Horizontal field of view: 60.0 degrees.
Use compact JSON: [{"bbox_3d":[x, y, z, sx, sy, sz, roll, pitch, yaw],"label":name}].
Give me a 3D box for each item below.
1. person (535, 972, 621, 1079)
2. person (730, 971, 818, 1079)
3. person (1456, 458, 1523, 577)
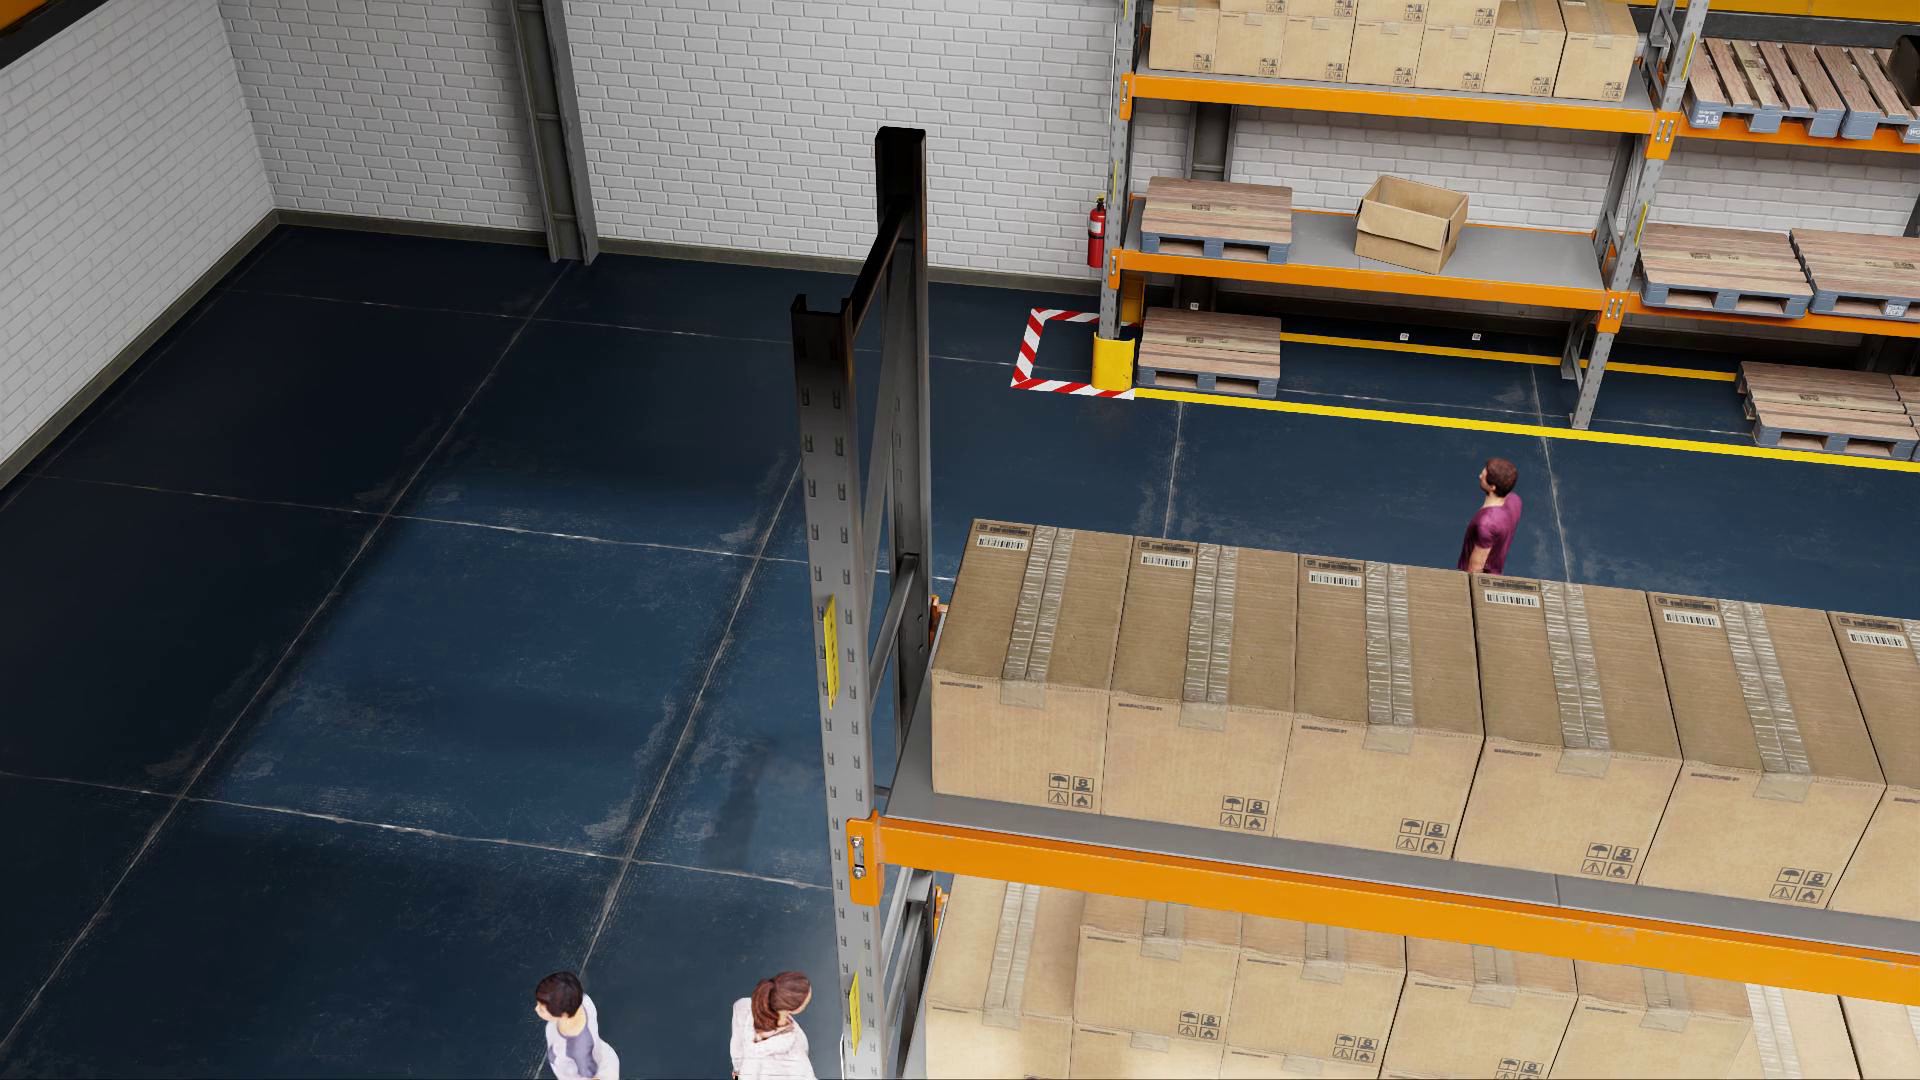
[{"bbox_3d":[-1.759,2.625,8.197,0.681,1.552,0.653,-8,39,-10],"label":"person"},{"bbox_3d":[-0.968,2.731,7.997,1.053,1.634,1.058,31,48,33],"label":"person"},{"bbox_3d":[3.467,0.262,10.928,1.040,1.837,0.907,25,45,28],"label":"person"}]
